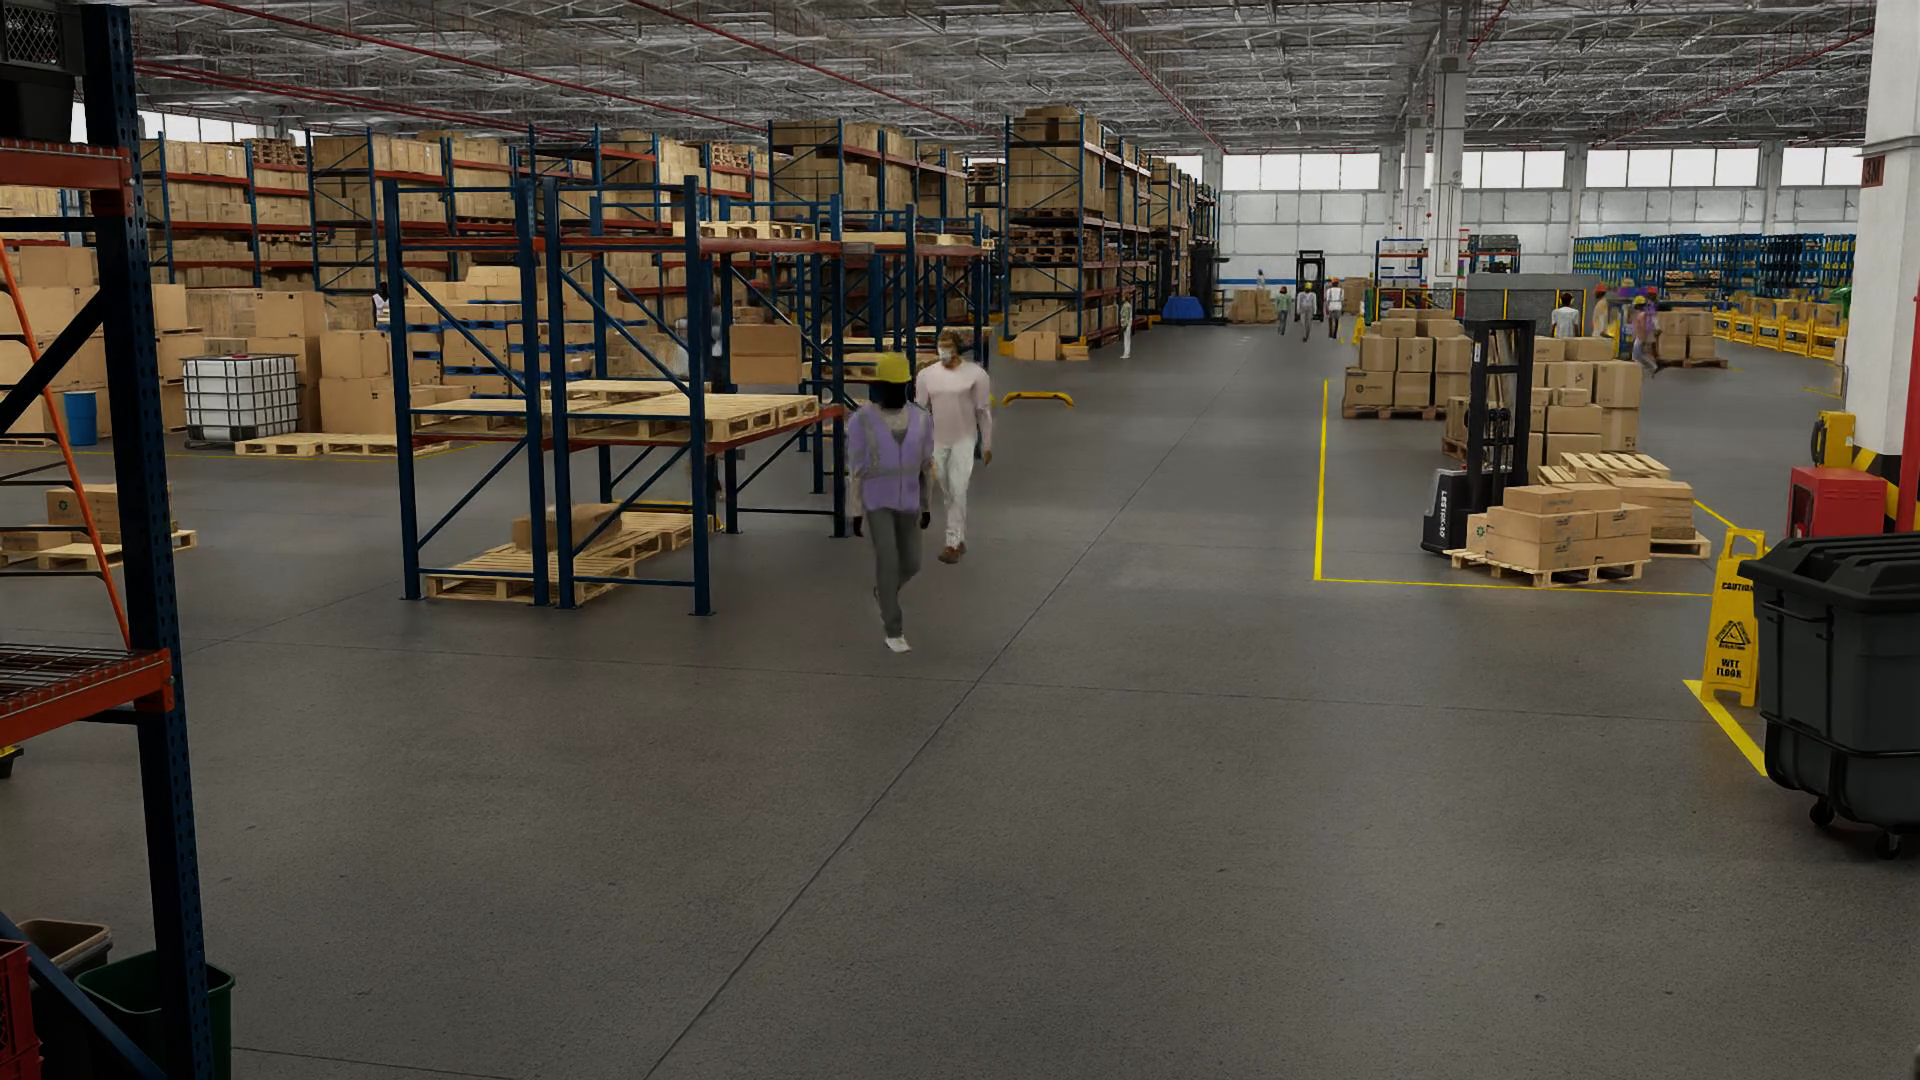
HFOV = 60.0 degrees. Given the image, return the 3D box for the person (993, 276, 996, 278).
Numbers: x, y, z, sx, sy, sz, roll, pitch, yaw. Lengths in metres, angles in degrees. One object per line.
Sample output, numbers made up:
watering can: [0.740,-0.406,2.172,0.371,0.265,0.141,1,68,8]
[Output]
person: [1.848,-13.465,89.279,0.565,1.748,0.339,2,10,11]

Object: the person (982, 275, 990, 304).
person: [1.369,-12.987,86.262,0.417,1.819,0.647,3,10,15]

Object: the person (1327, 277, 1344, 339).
person: [11.733,-7.263,52.053,0.562,1.913,0.638,1,10,6]

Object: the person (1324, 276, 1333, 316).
person: [16.006,-10.629,72.449,0.545,1.754,0.364,-1,10,-8]

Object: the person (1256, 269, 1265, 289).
person: [16.369,-13.774,90.559,0.634,1.933,0.458,-7,12,-38]

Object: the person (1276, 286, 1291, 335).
person: [10.554,-7.494,54.312,0.505,1.622,0.343,1,10,7]

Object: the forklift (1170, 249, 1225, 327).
forklift: [8.666,-9.228,60.850,1.873,2.768,1.129,-2,10,-11]

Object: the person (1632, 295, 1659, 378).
person: [13.926,-4.106,33.854,0.573,1.747,0.528,3,10,16]

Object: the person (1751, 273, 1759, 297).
person: [38.539,-12.019,80.593,0.623,1.800,0.599,0,10,0]

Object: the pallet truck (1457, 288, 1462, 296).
pallet truck: [20.506,-9.785,68.819,0.653,1.274,1.630,2,10,12]

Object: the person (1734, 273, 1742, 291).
person: [38.050,-12.187,81.544,0.609,1.804,0.798,-3,10,-16]

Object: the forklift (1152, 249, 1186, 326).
forklift: [7.646,-9.320,61.395,1.873,2.768,1.129,2,10,11]

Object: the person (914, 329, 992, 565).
person: [-0.118,-0.753,13.548,0.663,1.897,0.939,4,10,20]

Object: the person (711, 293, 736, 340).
person: [-4.036,-3.175,27.846,0.646,1.913,0.674,1,10,4]

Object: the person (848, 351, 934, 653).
person: [-0.455,-0.263,10.654,0.592,1.905,0.658,-5,11,-26]

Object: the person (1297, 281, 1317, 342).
person: [10.441,-6.887,50.127,0.599,1.814,0.528,0,10,2]

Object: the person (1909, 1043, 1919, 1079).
person: [2.509,0.911,3.766,0.951,1.890,0.597,5,11,26]

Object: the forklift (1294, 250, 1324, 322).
forklift: [13.778,-10.002,65.433,1.129,2.768,1.873,2,10,12]

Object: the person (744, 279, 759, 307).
person: [-5.075,-5.435,41.029,0.521,1.983,0.612,-2,10,-13]

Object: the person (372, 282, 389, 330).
person: [-14.516,-5.557,41.992,0.587,1.911,0.397,-5,11,-27]

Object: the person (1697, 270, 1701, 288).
person: [35.428,-11.996,79.957,0.662,1.957,0.667,-9,13,-43]

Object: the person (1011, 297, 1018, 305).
person: [1.992,-8.690,61.366,0.404,1.618,0.528,5,11,25]

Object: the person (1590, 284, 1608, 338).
person: [14.175,-4.714,36.948,0.405,1.920,0.553,5,11,27]

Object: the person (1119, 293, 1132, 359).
person: [4.139,-5.331,41.429,0.309,1.645,0.514,1,10,4]

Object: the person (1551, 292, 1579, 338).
person: [11.284,-3.692,31.046,0.514,1.877,0.328,5,11,25]

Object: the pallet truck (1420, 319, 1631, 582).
pallet truck: [4.543,-0.757,13.299,0.823,1.965,1.885,-4,10,-22]

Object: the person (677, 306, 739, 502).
person: [-2.587,-1.415,17.069,0.671,2.000,0.687,5,11,29]

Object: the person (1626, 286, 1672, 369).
person: [15.474,-4.763,37.411,1.033,1.882,0.555,3,10,18]
